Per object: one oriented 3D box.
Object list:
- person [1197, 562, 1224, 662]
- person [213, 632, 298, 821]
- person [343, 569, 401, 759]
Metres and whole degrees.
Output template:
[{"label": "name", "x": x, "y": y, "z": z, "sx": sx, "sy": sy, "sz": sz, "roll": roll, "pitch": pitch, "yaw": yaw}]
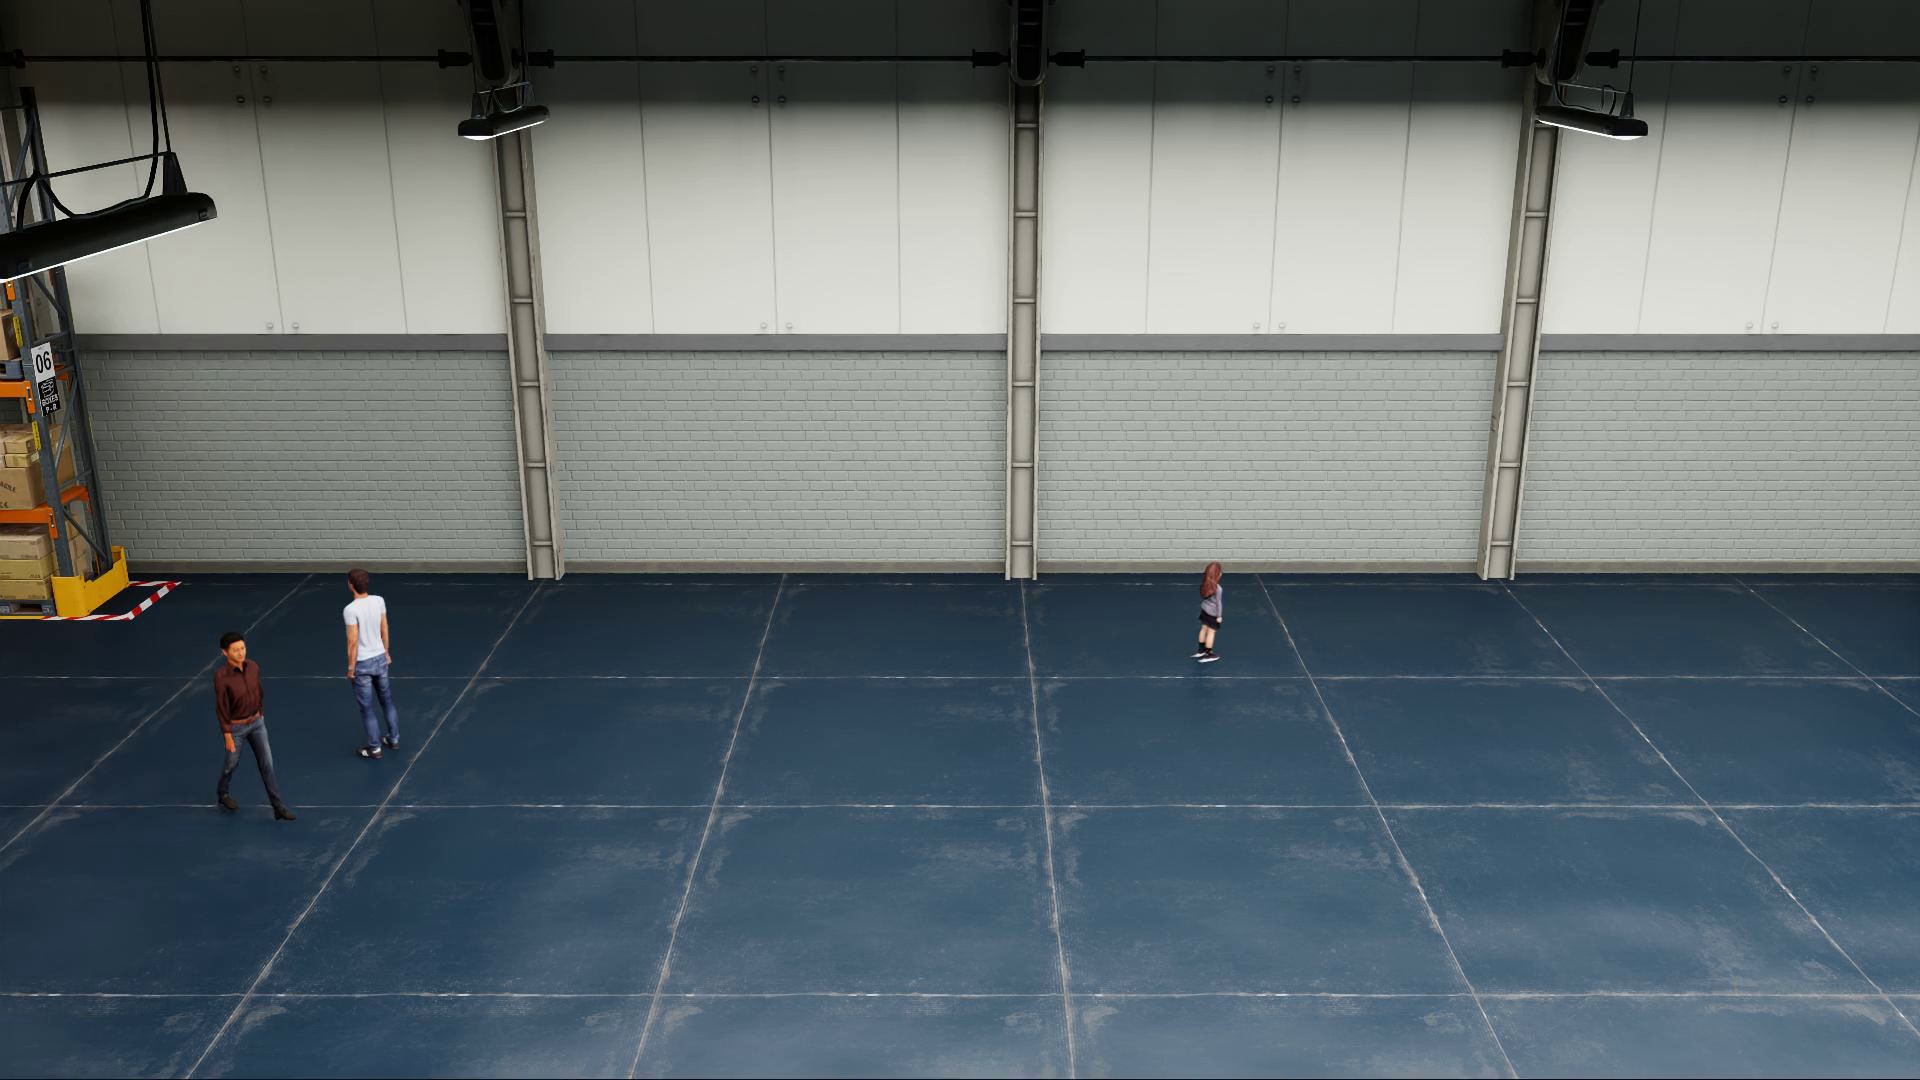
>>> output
[{"label": "person", "x": 2.752, "y": 0.767, "z": 18.284, "sx": 0.542, "sy": 1.103, "sz": 0.532, "roll": -7, "pitch": 19, "yaw": -21}, {"label": "person", "x": -6.359, "y": 1.640, "z": 14.584, "sx": 1.262, "sy": 1.734, "sz": 1.038, "roll": 10, "pitch": 20, "yaw": 27}, {"label": "person", "x": -5.625, "y": 1.161, "z": 15.841, "sx": 0.714, "sy": 1.866, "sz": 0.717, "roll": 11, "pitch": 21, "yaw": 29}]
